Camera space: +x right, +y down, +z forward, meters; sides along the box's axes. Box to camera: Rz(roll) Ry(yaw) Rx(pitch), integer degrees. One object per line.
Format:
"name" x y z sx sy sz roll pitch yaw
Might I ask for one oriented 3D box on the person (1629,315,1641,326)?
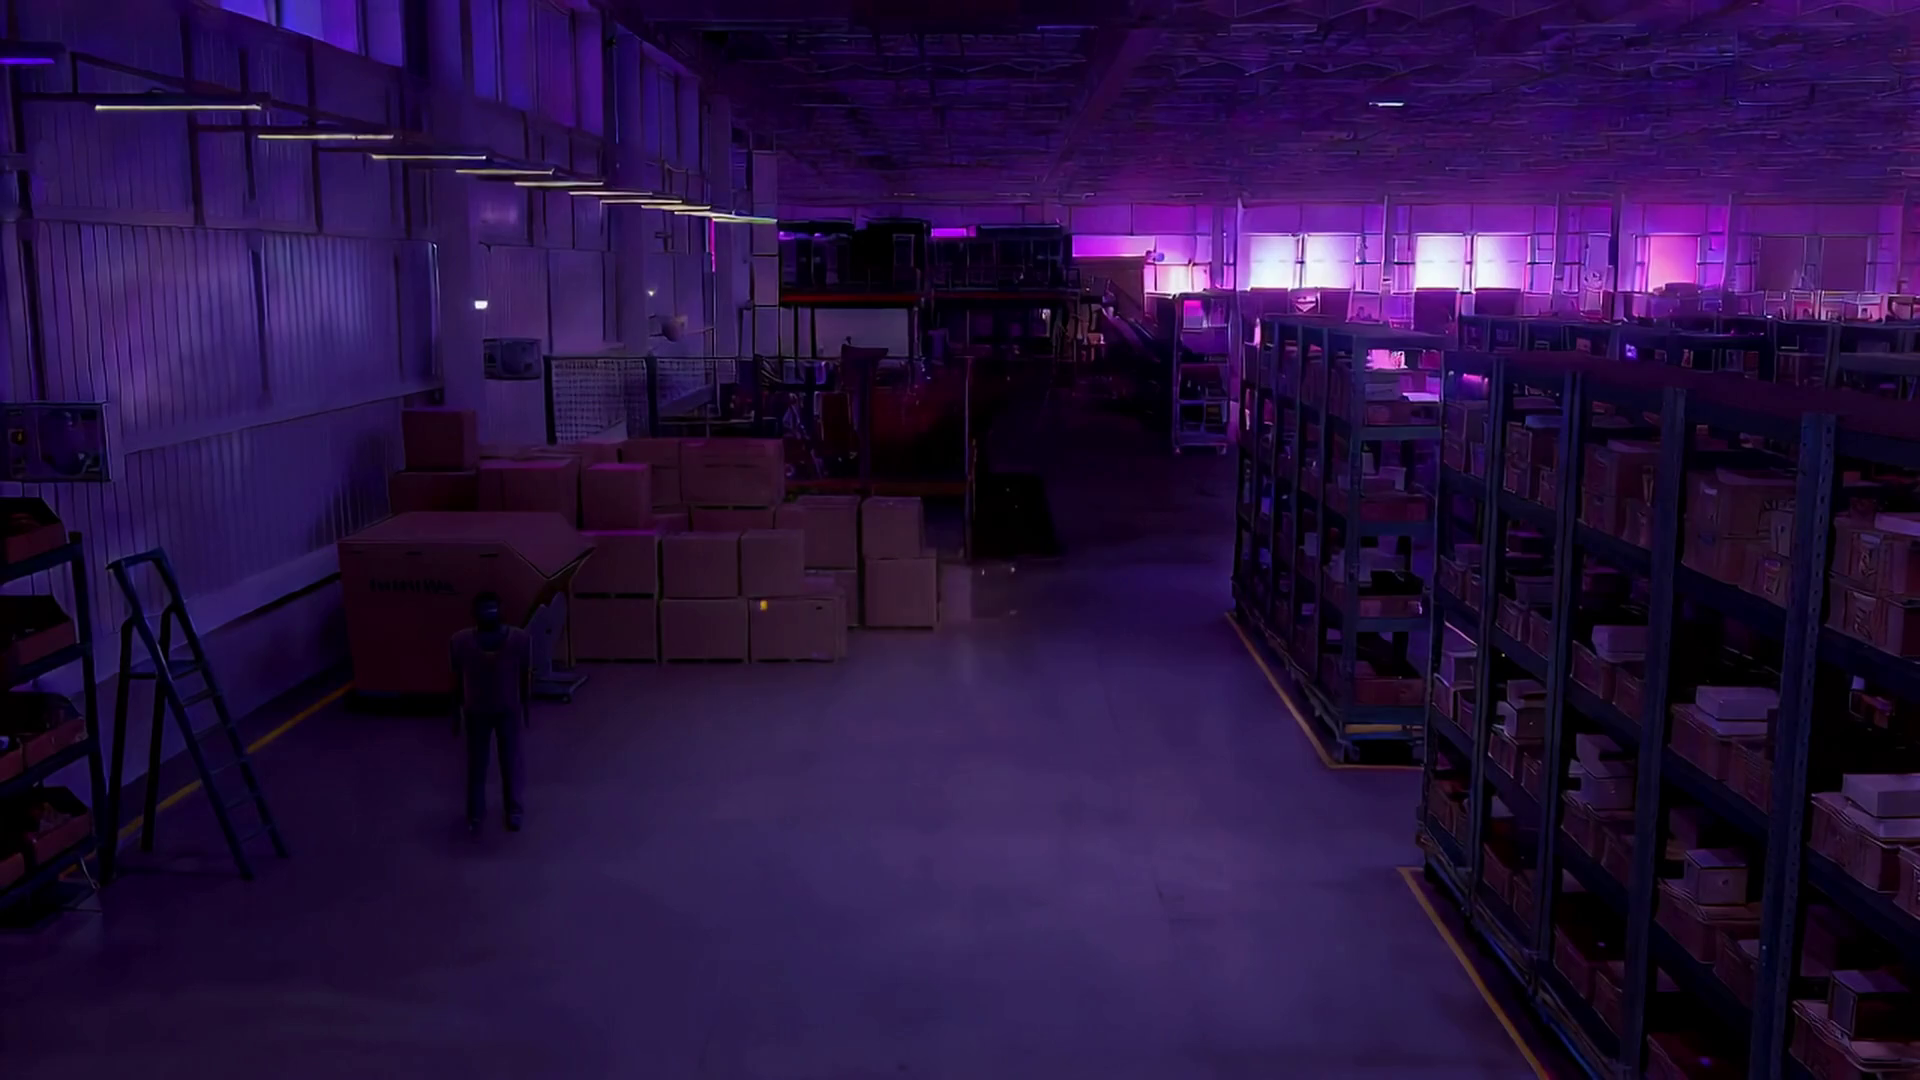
"person" 34.499 -10.579 85.023 0.623 1.844 0.429 4 10 24

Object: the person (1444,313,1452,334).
"person" 25.166 -10.761 85.860 0.425 1.938 0.603 -2 10 -15

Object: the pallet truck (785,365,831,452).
"pallet truck" -3.774 -2.976 37.635 1.885 1.965 0.823 1 9 5

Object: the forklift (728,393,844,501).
"forklift" -2.979 -1.316 26.476 2.680 1.987 1.157 0 9 1

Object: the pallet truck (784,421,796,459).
"pallet truck" -4.013 -1.793 32.705 1.601 1.201 0.680 0 9 1

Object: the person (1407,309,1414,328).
"person" 25.617 -12.193 94.743 0.393 1.921 0.586 8 12 41

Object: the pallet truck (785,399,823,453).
"pallet truck" -3.814 -2.432 36.419 1.630 1.274 0.653 0 9 1

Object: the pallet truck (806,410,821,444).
"pallet truck" -3.559 -2.018 33.905 1.522 1.261 0.704 0 9 -1

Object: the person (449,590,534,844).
"person" -3.376 1.254 12.010 0.570 1.843 0.372 -3 10 -19

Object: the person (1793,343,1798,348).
"person" 27.275 -5.596 54.481 0.611 1.780 0.974 0 9 0

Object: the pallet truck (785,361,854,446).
"pallet truck" -3.410 -3.193 38.978 1.885 1.965 0.823 0 9 -1

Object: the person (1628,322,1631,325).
"person" 31.545 -9.432 78.299 0.897 1.724 0.522 4 10 25

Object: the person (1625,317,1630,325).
"person" 31.181 -9.456 77.855 0.590 1.917 0.405 4 10 25

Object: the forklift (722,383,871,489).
"forklift" -2.893 -1.687 28.729 2.680 1.987 1.157 0 9 -1

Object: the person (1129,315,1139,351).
"person" 8.867 -10.560 84.893 0.626 1.847 0.429 5 11 29

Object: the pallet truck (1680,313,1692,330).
"pallet truck" 36.315 -10.531 84.244 0.823 1.965 1.885 -6 11 -33

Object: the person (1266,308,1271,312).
"person" 17.886 -12.484 96.468 0.542 1.939 0.366 -6 11 -32

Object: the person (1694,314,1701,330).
"person" 39.035 -11.077 88.083 0.517 1.842 0.327 -4 10 -21

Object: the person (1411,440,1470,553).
"person" 7.068 -0.714 24.312 0.854 1.800 0.588 5 11 30
